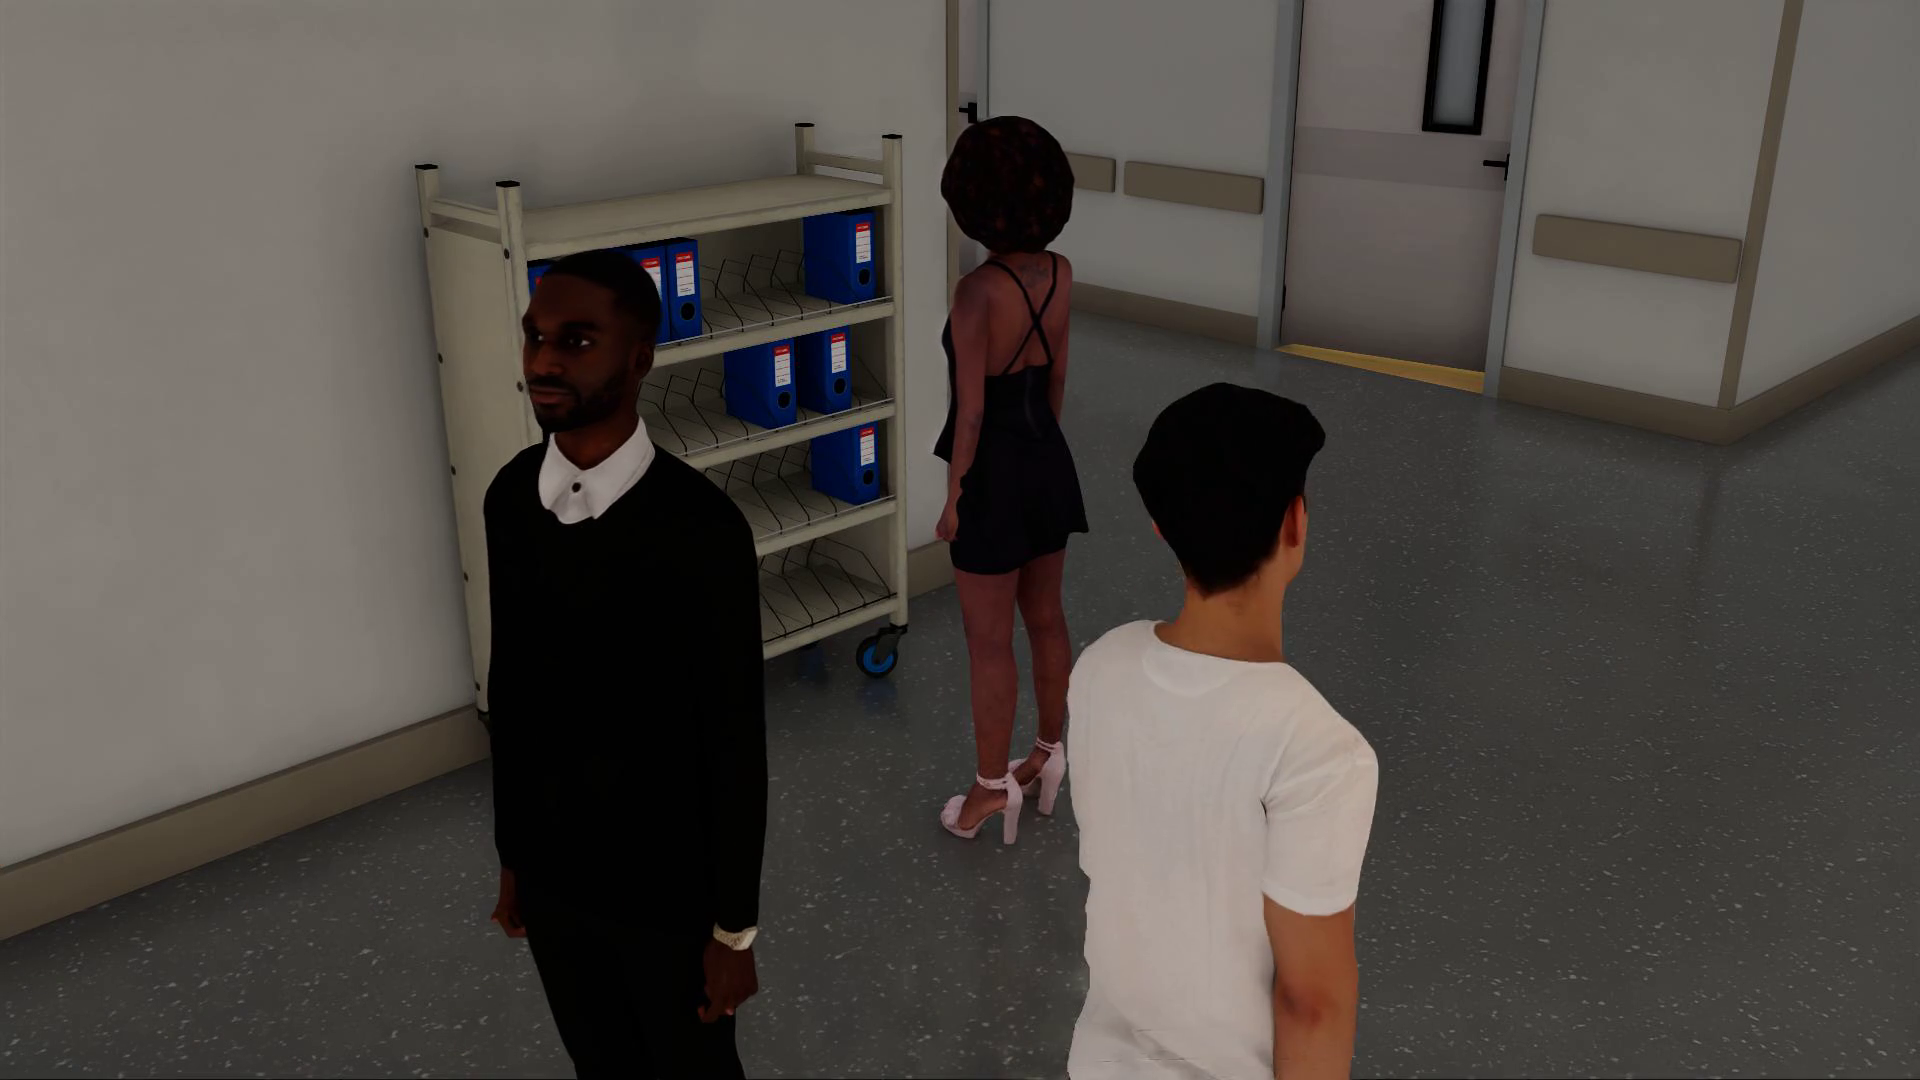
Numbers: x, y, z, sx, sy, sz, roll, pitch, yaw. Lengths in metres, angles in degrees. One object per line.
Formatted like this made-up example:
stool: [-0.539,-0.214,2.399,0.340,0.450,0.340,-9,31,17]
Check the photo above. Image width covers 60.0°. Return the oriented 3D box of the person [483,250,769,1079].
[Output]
person: [-0.479,0.464,2.471,0.686,1.809,0.621,12,24,29]

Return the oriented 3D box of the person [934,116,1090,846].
person: [0.124,-0.111,4.016,0.616,1.790,0.483,17,27,38]

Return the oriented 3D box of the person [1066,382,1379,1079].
person: [0.235,0.678,2.018,0.667,1.699,0.712,-12,24,-30]
